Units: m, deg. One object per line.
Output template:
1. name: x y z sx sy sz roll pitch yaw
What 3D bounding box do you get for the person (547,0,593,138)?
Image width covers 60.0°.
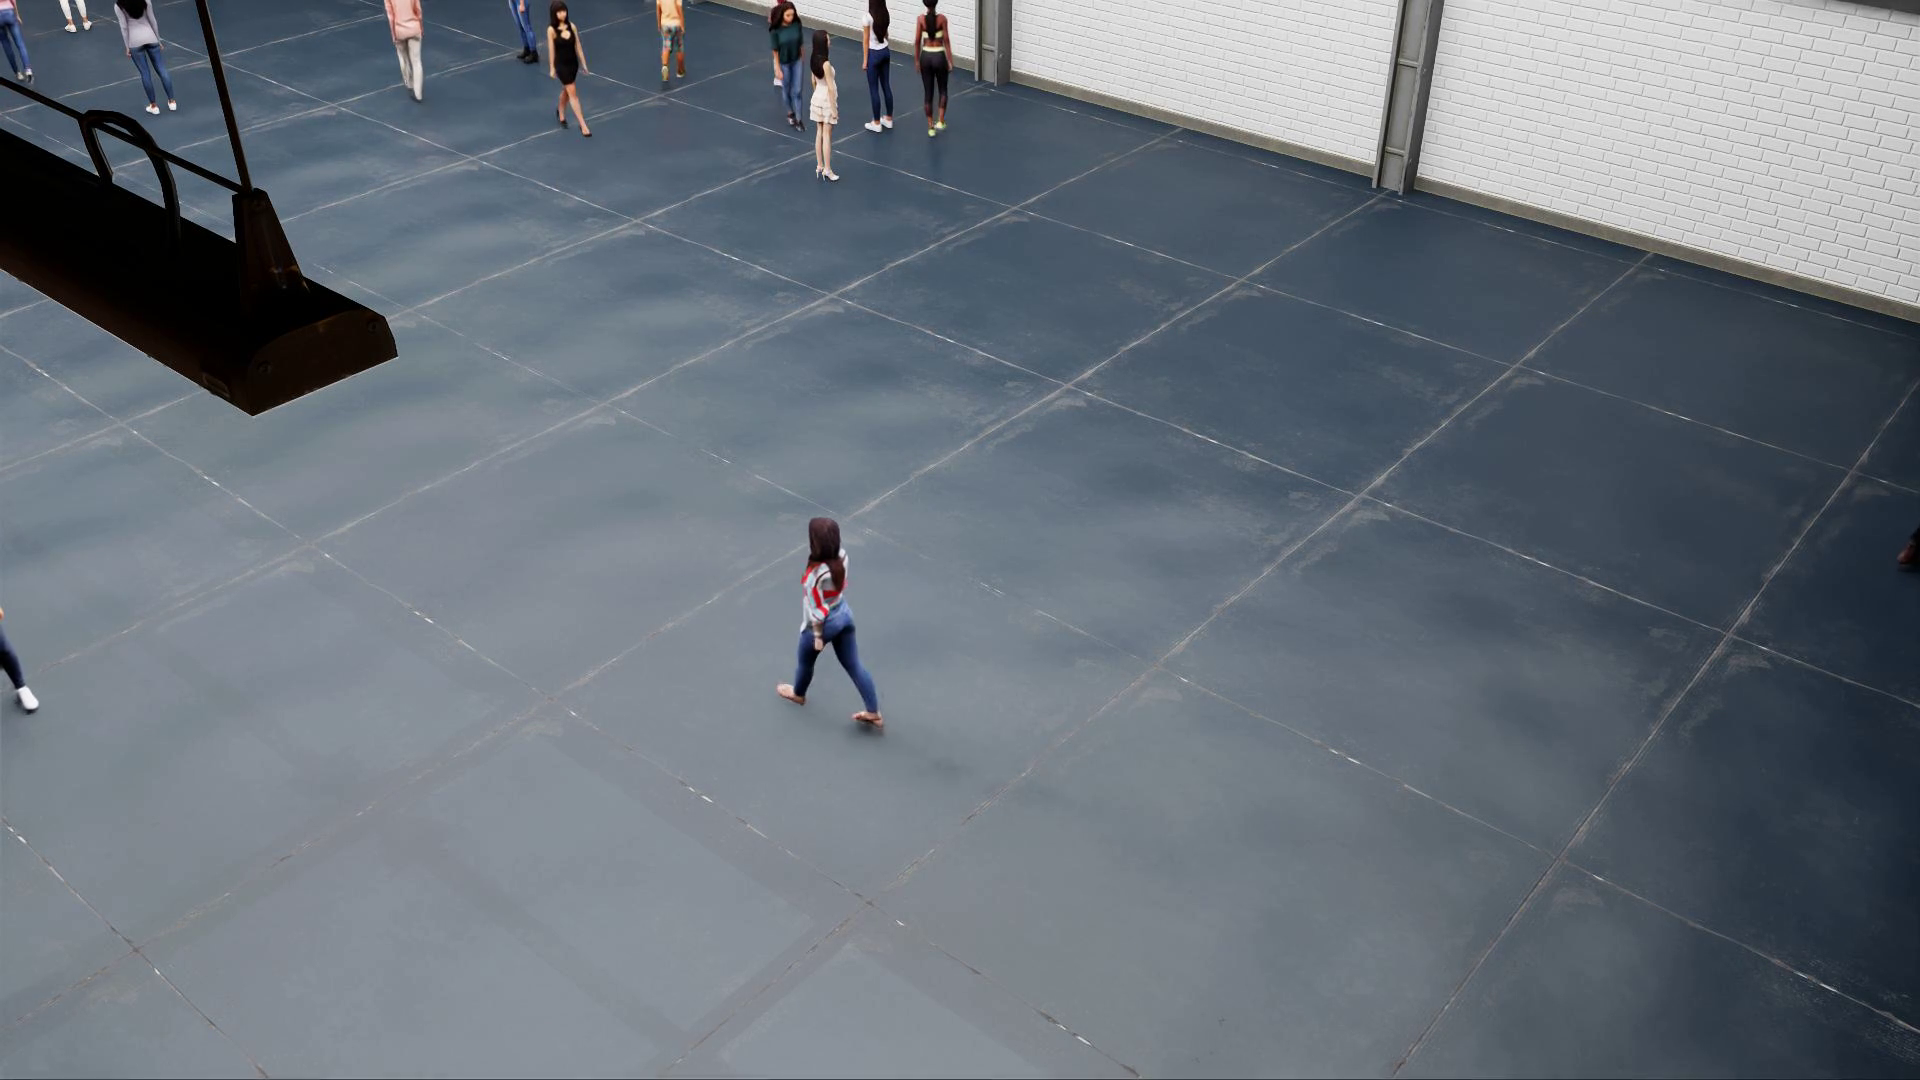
1. person: -4.881 -5.818 20.473 0.659 1.606 1.057 -27 42 -34

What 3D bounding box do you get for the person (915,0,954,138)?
1. person: -0.332 -5.780 20.307 0.746 1.727 0.825 3 34 5

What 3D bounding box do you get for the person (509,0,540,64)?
1. person: -6.036 -7.387 22.812 0.689 1.630 0.509 -25 41 -33

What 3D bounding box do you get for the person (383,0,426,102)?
1. person: -7.122 -6.528 21.461 0.867 1.693 1.058 -14 36 -20

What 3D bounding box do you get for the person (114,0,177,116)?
1. person: -10.332 -6.278 21.047 0.640 1.736 0.581 -25 41 -32

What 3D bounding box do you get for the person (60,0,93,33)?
1. person: -12.954 -8.218 23.987 0.644 1.713 0.630 -22 39 -29

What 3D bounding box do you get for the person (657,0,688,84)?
1. person: -3.862 -6.818 22.124 0.895 1.443 0.878 4 34 6

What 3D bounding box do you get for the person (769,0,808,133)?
1. person: -2.142 -5.922 20.650 0.883 1.584 1.021 -11 35 -16

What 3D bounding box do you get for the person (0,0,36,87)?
1. person: -12.579 -6.853 21.929 0.779 1.717 1.135 -20 38 -27

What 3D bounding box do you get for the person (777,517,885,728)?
1. person: -0.782 0.573 10.889 1.104 1.572 0.708 18 38 25

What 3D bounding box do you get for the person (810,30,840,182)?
1. person: -1.570 -4.992 19.113 0.696 1.735 0.559 -20 38 -27

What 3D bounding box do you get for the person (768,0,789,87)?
1. person: -2.383 -6.936 22.024 0.698 1.750 0.663 5 34 7

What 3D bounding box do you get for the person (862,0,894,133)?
1. person: -1.003 -5.935 20.497 0.483 1.774 0.569 25 41 32
